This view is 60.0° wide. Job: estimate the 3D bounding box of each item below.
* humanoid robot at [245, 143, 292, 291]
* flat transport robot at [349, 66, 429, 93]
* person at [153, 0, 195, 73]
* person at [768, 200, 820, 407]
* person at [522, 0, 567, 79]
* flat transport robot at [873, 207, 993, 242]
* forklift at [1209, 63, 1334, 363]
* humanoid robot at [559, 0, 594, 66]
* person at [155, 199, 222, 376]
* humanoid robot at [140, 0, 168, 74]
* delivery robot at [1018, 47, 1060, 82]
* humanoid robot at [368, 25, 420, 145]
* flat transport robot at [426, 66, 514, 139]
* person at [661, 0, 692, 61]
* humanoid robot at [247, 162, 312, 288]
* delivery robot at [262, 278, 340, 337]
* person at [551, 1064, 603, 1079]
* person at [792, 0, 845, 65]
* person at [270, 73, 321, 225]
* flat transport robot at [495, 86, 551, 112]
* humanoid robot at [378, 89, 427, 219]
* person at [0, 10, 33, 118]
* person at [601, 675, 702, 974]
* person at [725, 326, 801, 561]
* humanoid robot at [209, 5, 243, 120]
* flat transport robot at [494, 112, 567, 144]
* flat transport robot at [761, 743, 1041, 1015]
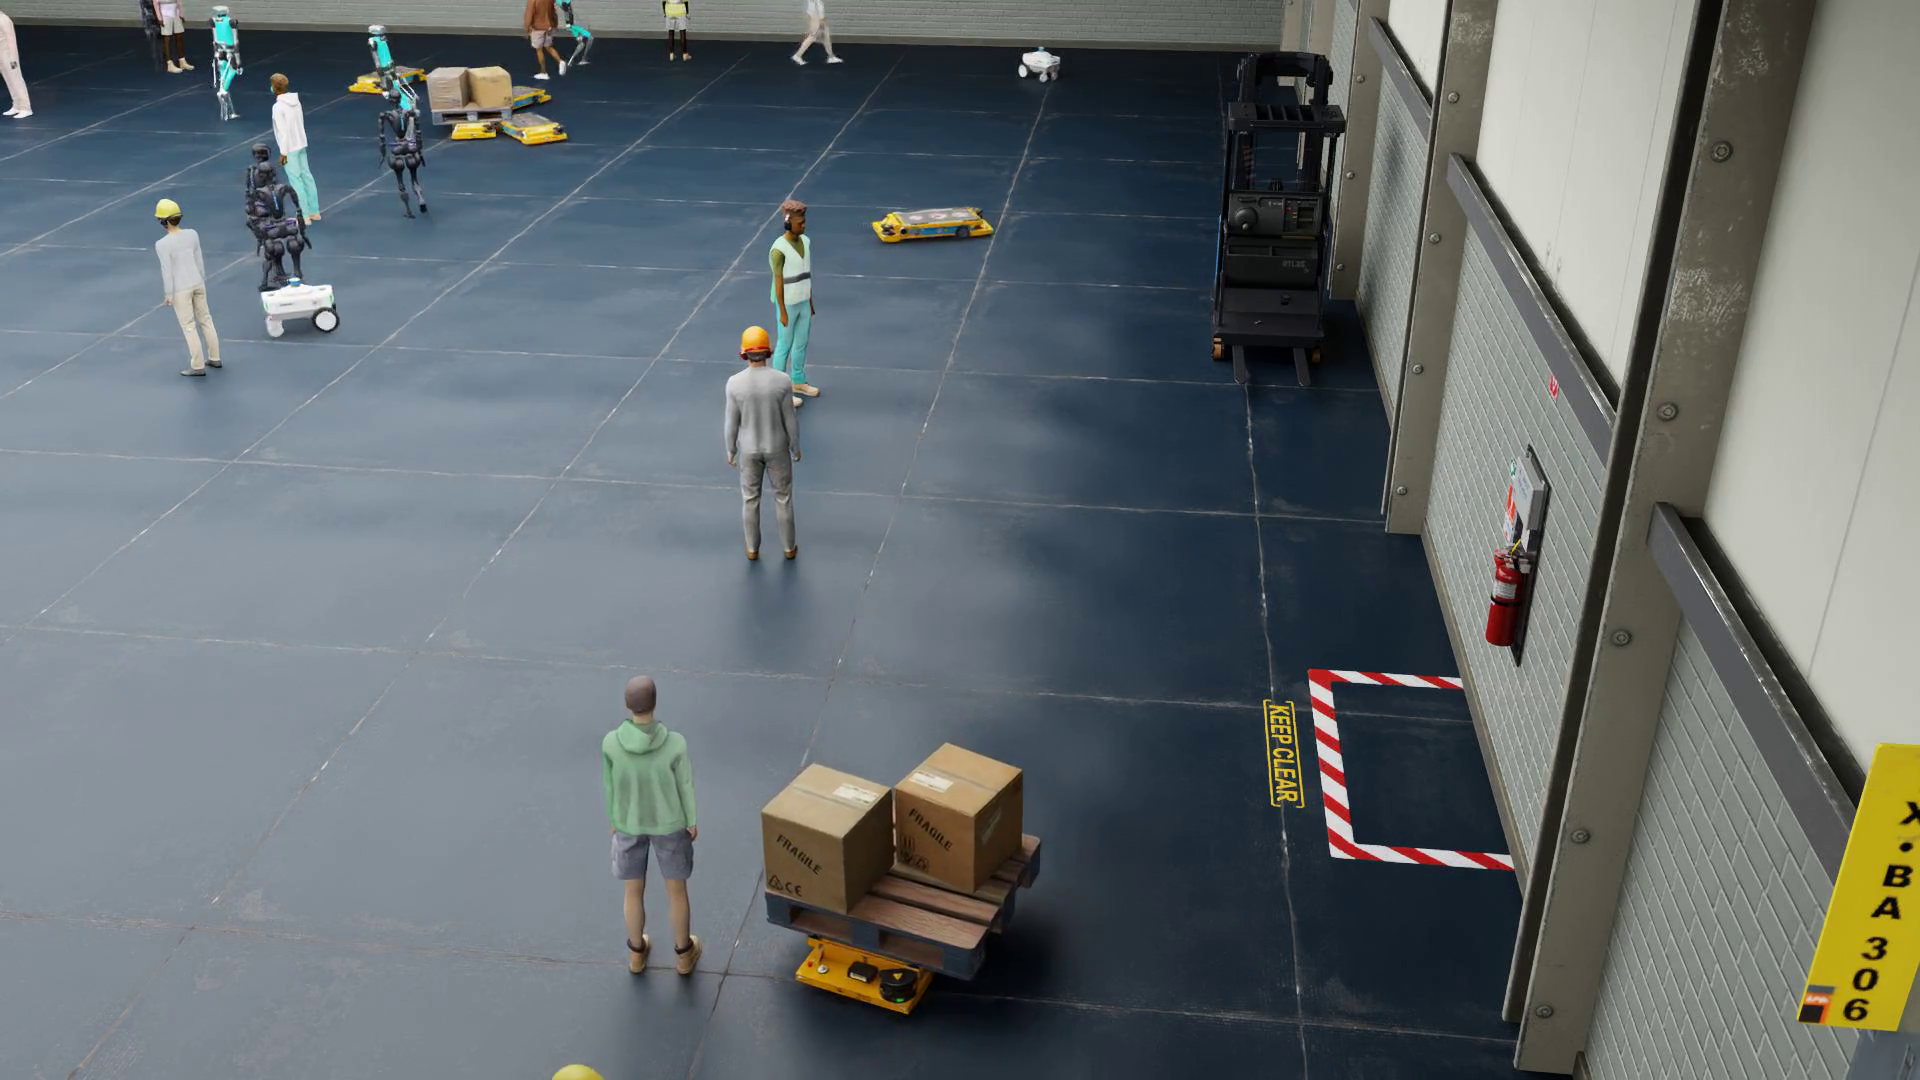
[{"bbox_3d":[-7.927,-3.694,18.963,0.584,1.629,0.661,13,30,25],"label":"humanoid robot"},{"bbox_3d":[-10.070,-8.131,29.371,0.659,0.231,1.431,9,28,17],"label":"flat transport robot"},{"bbox_3d":[-14.361,-9.567,30.275,0.402,2.035,0.608,11,28,20],"label":"person"},{"bbox_3d":[-1.587,-2.252,15.744,0.391,1.971,0.478,16,31,29],"label":"person"},{"bbox_3d":[-7.406,-9.149,29.659,0.552,1.837,0.759,16,31,29],"label":"person"},{"bbox_3d":[-0.347,-4.005,21.135,1.431,0.231,0.659,-6,27,-12],"label":"flat transport robot"},{"bbox_3d":[3.241,-3.477,17.183,1.129,2.768,1.873,3,27,6],"label":"forklift"},{"bbox_3d":[-7.076,-9.614,30.711,0.795,1.802,0.539,-5,27,-10],"label":"humanoid robot"},{"bbox_3d":[-7.666,-2.493,16.445,0.309,1.768,0.532,9,28,17],"label":"person"},{"bbox_3d":[-14.659,-9.373,30.278,0.321,1.662,0.601,6,27,11],"label":"humanoid robot"},{"bbox_3d":[1.441,-8.555,29.890,0.520,0.587,0.753,-22,34,-37],"label":"delivery robot"},{"bbox_3d":[-8.469,-6.896,25.305,0.806,1.804,0.530,1,27,3],"label":"humanoid robot"},{"bbox_3d":[-7.667,-6.592,26.299,0.659,0.231,1.431,-6,27,-13],"label":"flat transport robot"},{"bbox_3d":[-5.342,-9.902,31.310,0.539,1.695,0.317,5,27,10],"label":"person"},{"bbox_3d":[-7.411,-3.315,18.200,0.584,1.645,0.390,-17,31,-31],"label":"humanoid robot"},{"bbox_3d":[-7.068,-2.510,17.827,0.791,0.592,0.499,-11,29,-21],"label":"delivery robot"},{"bbox_3d":[-1.386,2.726,6.094,0.635,1.702,0.604,-8,28,-16],"label":"person"},{"bbox_3d":[-2.685,-9.772,30.913,0.950,1.829,0.546,-4,27,-7],"label":"person"},{"bbox_3d":[-8.532,-4.998,21.279,0.353,1.914,0.498,6,27,12],"label":"person"},{"bbox_3d":[-7.548,-7.343,27.798,0.659,0.231,1.431,12,29,22],"label":"flat transport robot"},{"bbox_3d":[-7.226,-4.994,21.538,0.601,1.649,0.386,-19,32,-33],"label":"humanoid robot"},{"bbox_3d":[-15.454,-7.811,26.907,0.640,1.908,0.402,22,34,36],"label":"person"},{"bbox_3d":[-1.585,1.483,8.546,0.468,1.733,0.331,0,27,0],"label":"person"},{"bbox_3d":[-1.513,-0.728,12.791,0.574,1.889,0.387,-2,27,-5],"label":"person"},{"bbox_3d":[-11.878,-7.571,26.754,0.539,1.903,0.715,11,29,21],"label":"humanoid robot"},{"bbox_3d":[-6.753,-6.438,25.990,0.659,0.231,1.431,-18,32,-32],"label":"flat transport robot"},{"bbox_3d":[-0.280,2.006,9.133,0.659,0.231,1.431,11,29,21],"label":"flat transport robot"}]
